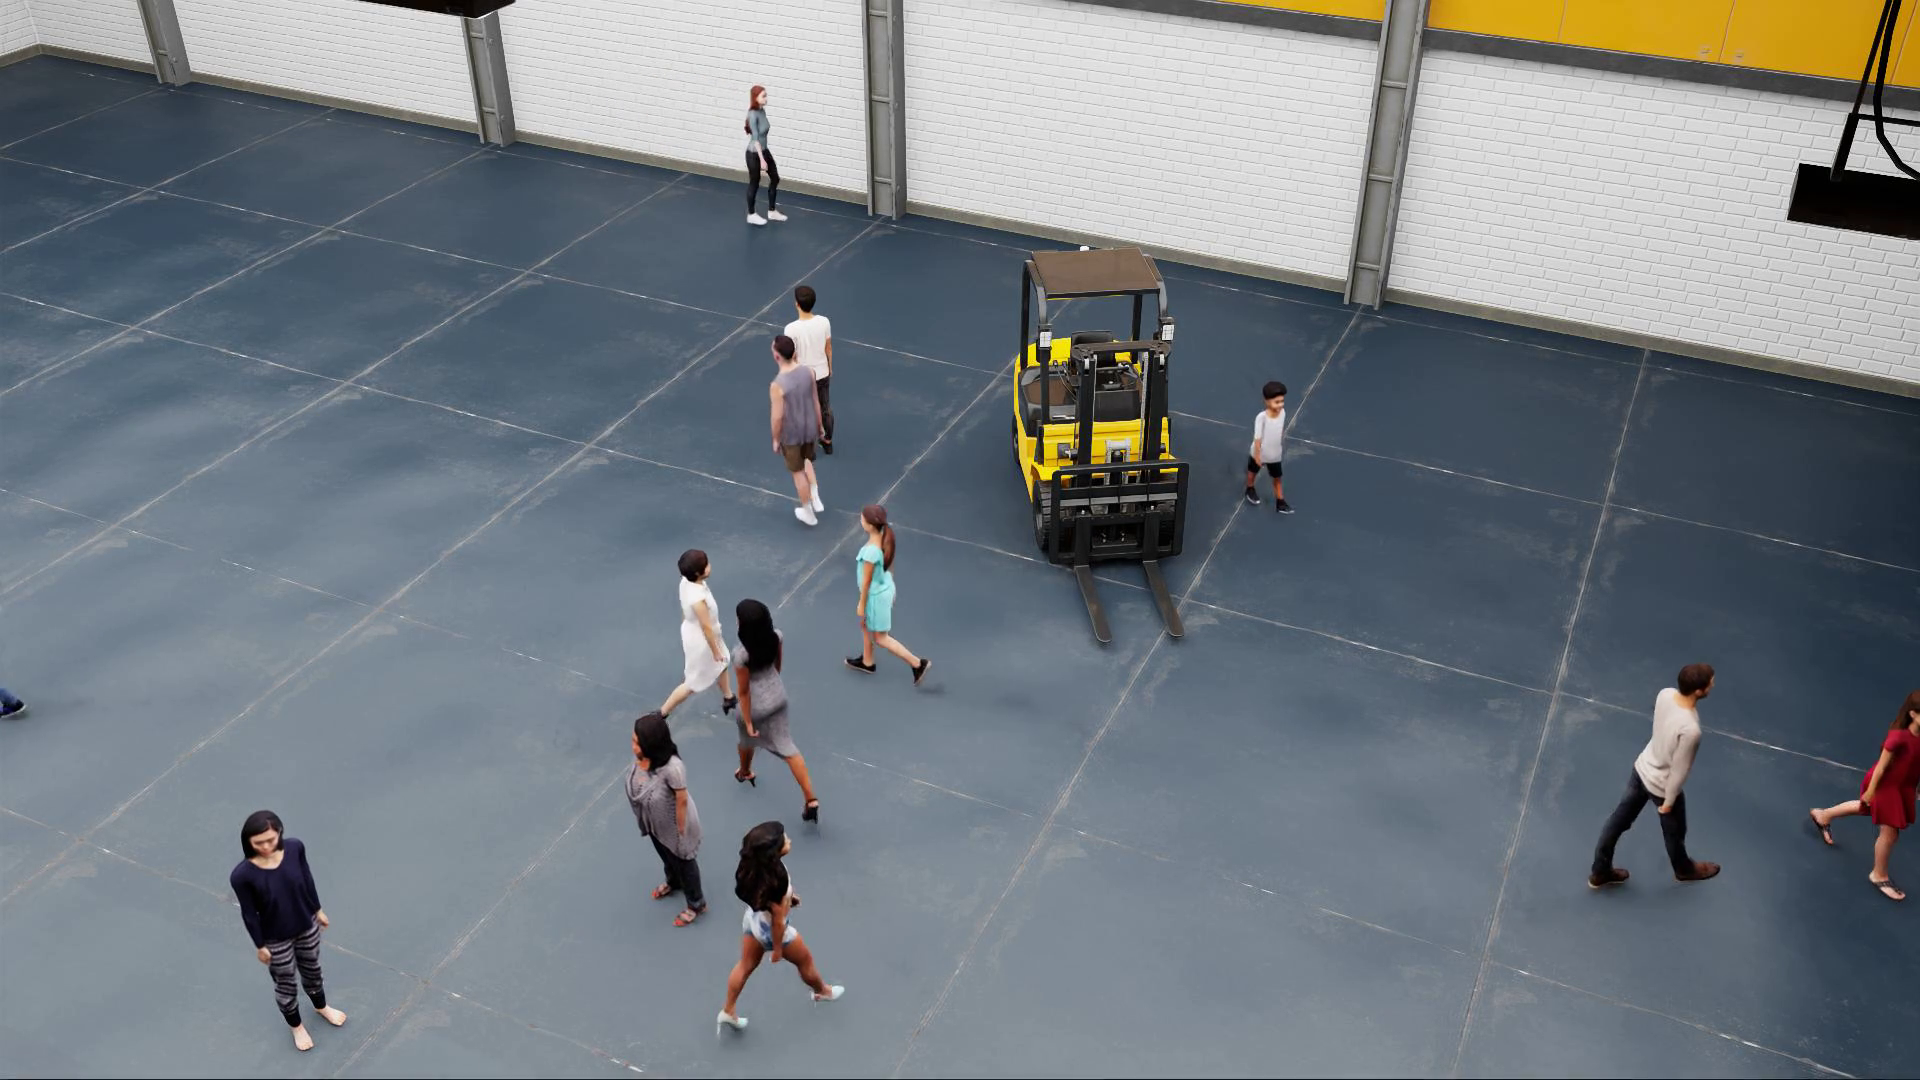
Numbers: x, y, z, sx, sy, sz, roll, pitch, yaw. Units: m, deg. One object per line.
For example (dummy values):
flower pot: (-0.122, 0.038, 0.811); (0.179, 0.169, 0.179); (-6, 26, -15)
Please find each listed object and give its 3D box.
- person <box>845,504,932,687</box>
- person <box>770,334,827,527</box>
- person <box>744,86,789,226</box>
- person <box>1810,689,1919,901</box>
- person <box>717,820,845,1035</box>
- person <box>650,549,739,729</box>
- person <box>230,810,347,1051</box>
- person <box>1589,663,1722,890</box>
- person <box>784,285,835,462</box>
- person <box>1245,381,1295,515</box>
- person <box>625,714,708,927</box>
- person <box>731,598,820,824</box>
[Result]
person: (-0.557, 0.439, 12.565); (0.995, 1.543, 0.626); (9, 35, 14)
person: (-1.352, -0.886, 14.228); (0.748, 1.820, 0.749); (-24, 41, -32)
person: (-2.494, -4.611, 19.999); (0.734, 1.723, 0.628); (11, 35, 17)
person: (6.045, 1.549, 10.906); (0.895, 1.530, 1.078); (-20, 38, -27)
person: (-1.184, 2.301, 9.727); (1.000, 1.583, 1.030); (-16, 37, -23)
person: (-1.959, 0.772, 12.086); (1.033, 1.518, 0.990); (-12, 35, -17)
person: (-3.935, 2.232, 9.696); (0.599, 1.732, 0.655); (25, 41, 33)
person: (4.382, 1.546, 10.639); (1.192, 1.830, 1.027); (-5, 34, -7)
person: (-1.390, -1.551, 15.398); (0.704, 1.721, 0.704); (-21, 39, -28)
person: (2.691, -0.859, 14.799); (0.804, 1.231, 0.872); (-12, 35, -17)
person: (-1.853, 1.734, 10.562); (0.810, 1.603, 0.732); (-24, 40, -31)
person: (-1.253, 1.191, 11.258); (0.893, 1.736, 1.198); (-27, 42, -35)
